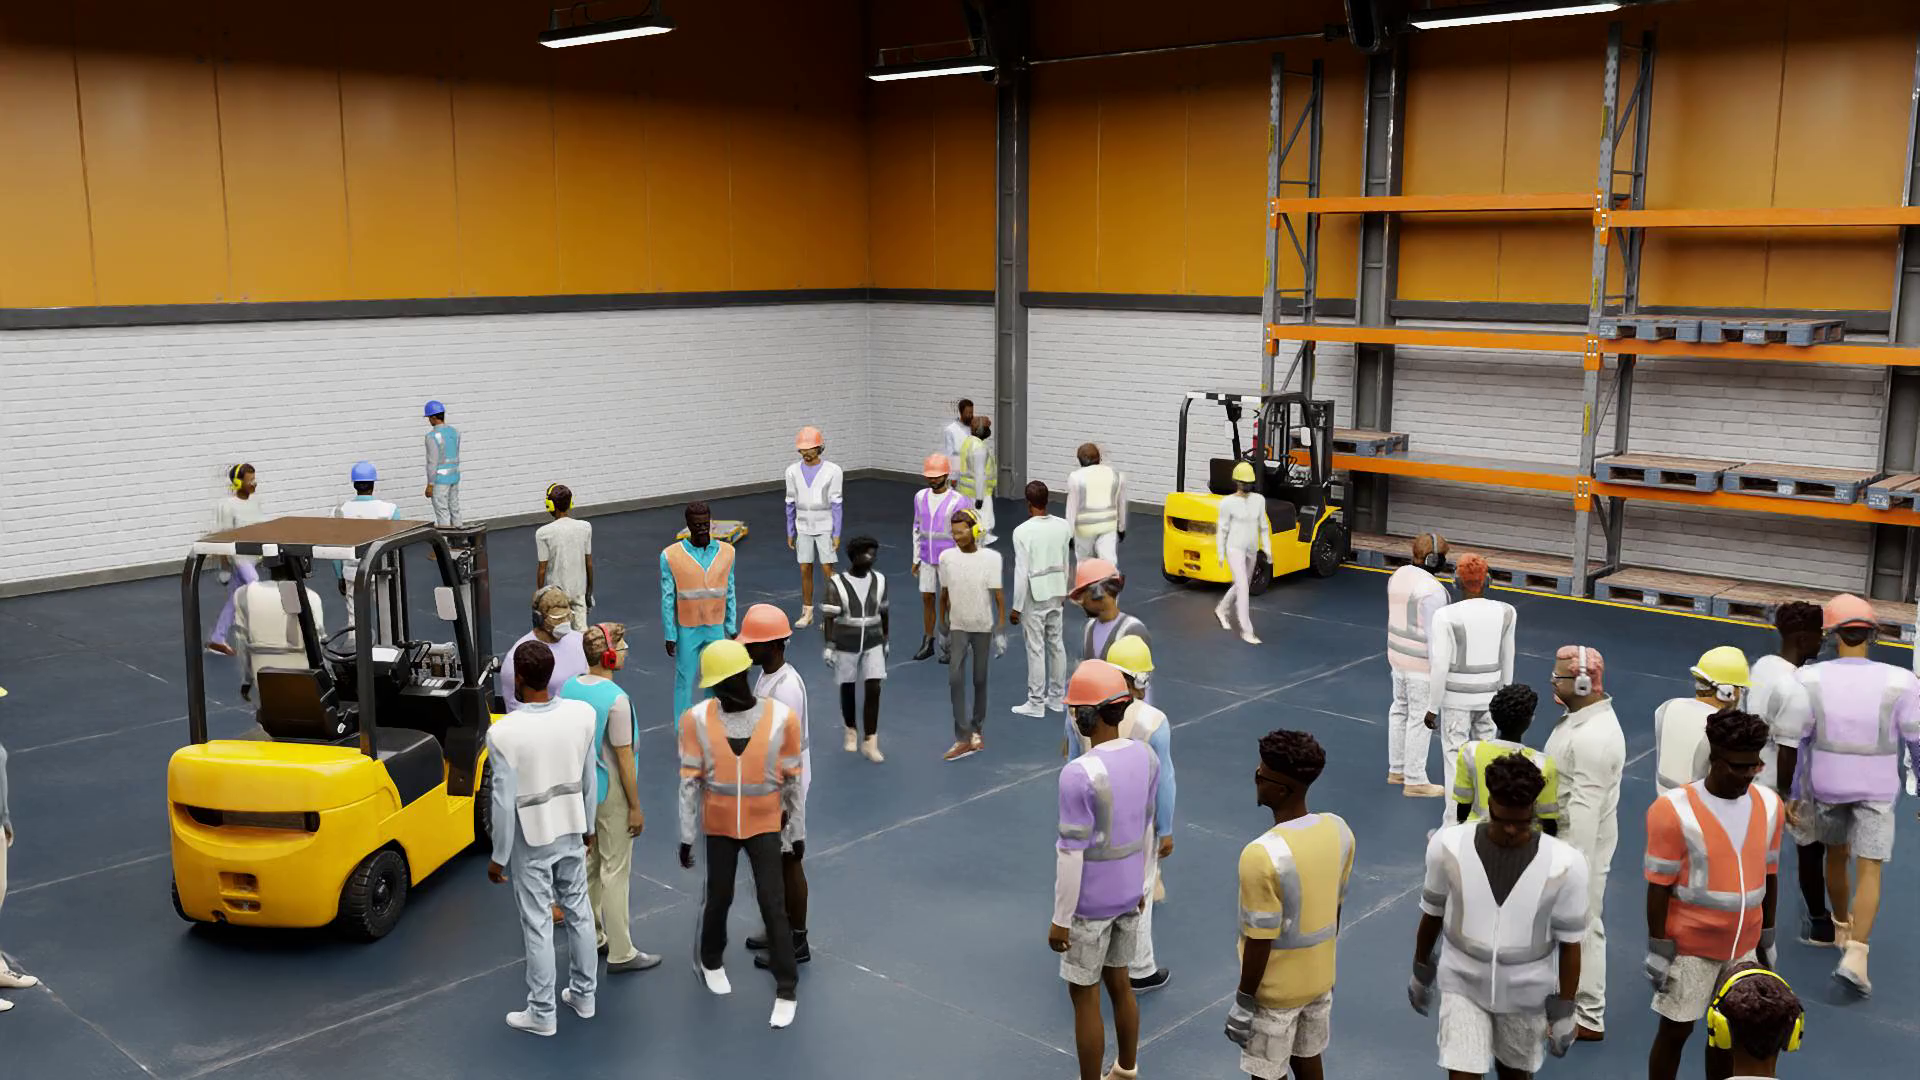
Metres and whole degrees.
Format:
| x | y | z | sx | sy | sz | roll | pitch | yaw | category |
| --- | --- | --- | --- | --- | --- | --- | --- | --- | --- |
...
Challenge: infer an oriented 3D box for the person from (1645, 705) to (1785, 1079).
| x | y | z | sx | sy | sz | roll | pitch | yaw | category |
| --- | --- | --- | --- | --- | --- | --- | --- | --- | --- |
| 3.062 | 1.620 | 6.778 | 0.608 | 1.955 | 0.385 | -2 | 10 | -12 | person |

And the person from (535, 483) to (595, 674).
| x | y | z | sx | sy | sz | roll | pitch | yaw | category |
| --- | --- | --- | --- | --- | --- | --- | --- | --- | --- |
| -3.235 | 0.462 | 13.641 | 0.509 | 1.860 | 0.334 | -8 | 13 | -38 | person |

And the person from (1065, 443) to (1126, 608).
| x | y | z | sx | sy | sz | roll | pitch | yaw | category |
| --- | --- | --- | --- | --- | --- | --- | --- | --- | --- |
| 1.382 | -0.103 | 17.093 | 0.679 | 1.783 | 0.947 | -2 | 10 | -11 | person |

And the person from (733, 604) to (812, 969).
| x | y | z | sx | sy | sz | roll | pitch | yaw | category |
| --- | --- | --- | --- | --- | --- | --- | --- | --- | --- |
| -0.984 | 1.283 | 8.765 | 0.388 | 1.930 | 0.544 | -3 | 10 | -16 | person |

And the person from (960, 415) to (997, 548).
| x | y | z | sx | sy | sz | roll | pitch | yaw | category |
| --- | --- | --- | --- | --- | --- | --- | --- | --- | --- |
| 0.169 | -0.556 | 19.528 | 0.540 | 1.825 | 0.636 | -2 | 10 | -13 | person |

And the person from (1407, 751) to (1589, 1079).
| x | y | z | sx | sy | sz | roll | pitch | yaw | category |
| --- | --- | --- | --- | --- | --- | --- | --- | --- | --- |
| 2.081 | 1.697 | 6.469 | 0.643 | 1.915 | 0.963 | 4 | 11 | 21 | person |

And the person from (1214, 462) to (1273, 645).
| x | y | z | sx | sy | sz | roll | pitch | yaw | category |
| --- | --- | --- | --- | --- | --- | --- | --- | --- | --- |
| 2.706 | 0.087 | 16.129 | 0.531 | 1.733 | 0.844 | -5 | 11 | -28 | person |

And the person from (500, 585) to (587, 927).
| x | y | z | sx | sy | sz | roll | pitch | yaw | category |
| --- | --- | --- | --- | --- | --- | --- | --- | --- | --- |
| -2.270 | 1.192 | 9.292 | 0.383 | 1.928 | 0.635 | 5 | 11 | 26 | person |

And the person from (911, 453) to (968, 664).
| x | y | z | sx | sy | sz | roll | pitch | yaw | category |
| --- | --- | --- | --- | --- | --- | --- | --- | --- | --- |
| -0.198 | 0.168 | 15.122 | 0.548 | 1.929 | 0.388 | 6 | 12 | 30 | person |

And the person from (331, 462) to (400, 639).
| x | y | z | sx | sy | sz | roll | pitch | yaw | category |
| --- | --- | --- | --- | --- | --- | --- | --- | --- | --- |
| -5.104 | 0.290 | 14.389 | 0.605 | 1.940 | 0.415 | 0 | 10 | -2 | person |

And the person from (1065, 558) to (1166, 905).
| x | y | z | sx | sy | sz | roll | pitch | yaw | category |
| --- | --- | --- | --- | --- | --- | --- | --- | --- | --- |
| 0.868 | 1.107 | 9.606 | 0.471 | 1.983 | 0.653 | -7 | 12 | -34 | person |

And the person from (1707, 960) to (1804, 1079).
| x | y | z | sx | sy | sz | roll | pitch | yaw | category |
| --- | --- | --- | --- | --- | --- | --- | --- | --- | --- |
| 2.127 | 2.061 | 4.553 | 0.514 | 1.857 | 0.326 | 2 | 10 | 12 | person |

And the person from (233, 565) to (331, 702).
| x | y | z | sx | sy | sz | roll | pitch | yaw | category |
| --- | --- | --- | --- | --- | --- | --- | --- | --- | --- |
| -4.468 | 0.890 | 11.025 | 0.630 | 1.914 | 0.410 | 1 | 10 | 6 | person |

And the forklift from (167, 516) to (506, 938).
| x | y | z | sx | sy | sz | roll | pitch | yaw | category |
| --- | --- | --- | --- | --- | --- | --- | --- | --- | --- |
| -3.583 | 0.976 | 9.748 | 1.214 | 2.155 | 2.313 | 2 | 10 | 11 | forklift |

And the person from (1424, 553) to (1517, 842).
| x | y | z | sx | sy | sz | roll | pitch | yaw | category |
| --- | --- | --- | --- | --- | --- | --- | --- | --- | --- |
| 3.185 | 1.015 | 10.414 | 0.577 | 1.882 | 0.349 | -3 | 10 | -15 | person |

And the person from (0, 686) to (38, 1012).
| x | y | z | sx | sy | sz | roll | pitch | yaw | category |
| --- | --- | --- | --- | --- | --- | --- | --- | --- | --- |
| -4.838 | 1.459 | 8.249 | 0.337 | 1.757 | 0.517 | -2 | 10 | -12 | person |

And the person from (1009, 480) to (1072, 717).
| x | y | z | sx | sy | sz | roll | pitch | yaw | category |
| --- | --- | --- | --- | --- | --- | --- | --- | --- | --- |
| 0.653 | 0.476 | 13.399 | 0.587 | 1.915 | 0.397 | -9 | 13 | -40 | person |

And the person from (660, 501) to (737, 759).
| x | y | z | sx | sy | sz | roll | pitch | yaw | category |
| --- | --- | --- | --- | --- | --- | --- | --- | --- | --- |
| -1.931 | 0.656 | 12.358 | 0.590 | 1.919 | 0.391 | -6 | 12 | -32 | person |

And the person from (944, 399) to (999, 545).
| x | y | z | sx | sy | sz | roll | pitch | yaw | category |
| --- | --- | --- | --- | --- | --- | --- | --- | --- | --- |
| 0.049 | -0.860 | 21.159 | 0.609 | 1.856 | 1.046 | -9 | 13 | -41 | person |

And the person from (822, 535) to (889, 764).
| x | y | z | sx | sy | sz | roll | pitch | yaw | category |
| --- | --- | --- | --- | --- | --- | --- | --- | --- | --- |
| -0.757 | 0.800 | 12.308 | 0.558 | 1.672 | 0.655 | -3 | 10 | -17 | person |

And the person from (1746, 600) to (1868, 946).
| x | y | z | sx | sy | sz | roll | pitch | yaw | category |
| --- | --- | --- | --- | --- | --- | --- | --- | --- | --- |
| 4.403 | 1.253 | 8.972 | 0.984 | 1.921 | 0.613 | 0 | 10 | 1 | person |

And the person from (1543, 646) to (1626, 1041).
| x | y | z | sx | sy | sz | roll | pitch | yaw | category |
| --- | --- | --- | --- | --- | --- | --- | --- | --- | --- |
| 2.940 | 1.437 | 7.990 | 0.397 | 1.899 | 0.638 | 3 | 10 | 15 | person |

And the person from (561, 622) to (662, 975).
| x | y | z | sx | sy | sz | roll | pitch | yaw | category |
| --- | --- | --- | --- | --- | --- | --- | --- | --- | --- |
| -1.860 | 1.339 | 8.668 | 0.388 | 1.847 | 0.564 | -10 | 14 | -43 | person |

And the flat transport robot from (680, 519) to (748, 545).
| x | y | z | sx | sy | sz | roll | pitch | yaw | category |
| --- | --- | --- | --- | --- | --- | --- | --- | --- | --- |
| -3.156 | -0.067 | 21.161 | 0.652 | 0.197 | 1.431 | 1 | 10 | 3 | flat transport robot |

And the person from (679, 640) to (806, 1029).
| x | y | z | sx | sy | sz | roll | pitch | yaw | category |
| --- | --- | --- | --- | --- | --- | --- | --- | --- | --- |
| -1.073 | 1.406 | 8.220 | 0.629 | 1.884 | 0.636 | 0 | 10 | 0 | person |

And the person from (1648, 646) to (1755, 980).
| x | y | z | sx | sy | sz | roll | pitch | yaw | category |
| --- | --- | --- | --- | --- | --- | --- | --- | --- | --- |
| 3.710 | 1.418 | 8.318 | 0.403 | 1.817 | 0.605 | -3 | 10 | -15 | person |

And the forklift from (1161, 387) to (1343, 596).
| x | y | z | sx | sy | sz | roll | pitch | yaw | category |
| --- | --- | --- | --- | --- | --- | --- | --- | --- | --- |
| 3.298 | -0.608 | 18.767 | 1.214 | 2.155 | 2.313 | 9 | 13 | 42 | forklift |

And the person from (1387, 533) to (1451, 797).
| x | y | z | sx | sy | sz | roll | pitch | yaw | category |
| --- | --- | --- | --- | --- | --- | --- | --- | --- | --- |
| 3.173 | 0.856 | 11.476 | 0.429 | 1.834 | 0.634 | -2 | 10 | -12 | person |

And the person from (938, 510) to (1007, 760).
| x | y | z | sx | sy | sz | roll | pitch | yaw | category |
| --- | --- | --- | --- | --- | --- | --- | --- | --- | --- |
| 0.097 | 0.696 | 12.351 | 0.561 | 1.842 | 0.626 | 1 | 10 | 8 | person |

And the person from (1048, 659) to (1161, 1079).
| x | y | z | sx | sy | sz | roll | pitch | yaw | category |
| --- | --- | --- | --- | --- | --- | --- | --- | --- | --- |
| 0.591 | 1.515 | 7.162 | 0.403 | 2.031 | 0.612 | 8 | 13 | 40 | person |

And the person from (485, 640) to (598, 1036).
| x | y | z | sx | sy | sz | roll | pitch | yaw | category |
| --- | --- | --- | --- | --- | --- | --- | --- | --- | --- |
| -1.986 | 1.423 | 7.986 | 0.391 | 1.920 | 0.587 | 9 | 13 | 41 | person |

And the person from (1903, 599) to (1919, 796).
| x | y | z | sx | sy | sz | roll | pitch | yaw | category |
| --- | --- | --- | --- | --- | --- | --- | --- | --- | --- |
| 6.798 | 0.914 | 11.408 | 0.483 | 1.736 | 0.311 | 2 | 10 | 10 | person |

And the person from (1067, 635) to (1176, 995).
| x | y | z | sx | sy | sz | roll | pitch | yaw | category |
| --- | --- | --- | --- | --- | --- | --- | --- | --- | --- |
| 0.835 | 1.386 | 8.455 | 0.600 | 1.827 | 0.404 | 7 | 12 | 36 | person |

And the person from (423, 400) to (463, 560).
| x | y | z | sx | sy | sz | roll | pitch | yaw | category |
| --- | --- | --- | --- | --- | --- | --- | --- | --- | --- |
| -6.280 | -0.725 | 20.166 | 0.400 | 1.938 | 0.602 | 3 | 10 | 16 | person |

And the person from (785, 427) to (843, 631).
| x | y | z | sx | sy | sz | roll | pitch | yaw | category |
| --- | --- | --- | --- | --- | --- | --- | --- | --- | --- |
| -1.447 | -0.106 | 16.396 | 0.601 | 2.036 | 0.421 | 3 | 10 | 16 | person |

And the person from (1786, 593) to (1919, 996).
| x | y | z | sx | sy | sz | roll | pitch | yaw | category |
| --- | --- | --- | --- | --- | --- | --- | --- | --- | --- |
| 4.611 | 1.290 | 8.578 | 0.711 | 1.986 | 1.000 | 6 | 12 | 31 | person |

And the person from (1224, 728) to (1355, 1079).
| x | y | z | sx | sy | sz | roll | pitch | yaw | category |
| --- | --- | --- | --- | --- | --- | --- | --- | --- | --- |
| 1.246 | 1.679 | 6.394 | 0.611 | 1.966 | 0.362 | -10 | 14 | -43 | person |

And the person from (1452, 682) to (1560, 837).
| x | y | z | sx | sy | sz | roll | pitch | yaw | category |
| --- | --- | --- | --- | --- | --- | --- | --- | --- | --- |
| 2.641 | 1.523 | 8.047 | 0.529 | 1.697 | 0.321 | 9 | 13 | 40 | person |
